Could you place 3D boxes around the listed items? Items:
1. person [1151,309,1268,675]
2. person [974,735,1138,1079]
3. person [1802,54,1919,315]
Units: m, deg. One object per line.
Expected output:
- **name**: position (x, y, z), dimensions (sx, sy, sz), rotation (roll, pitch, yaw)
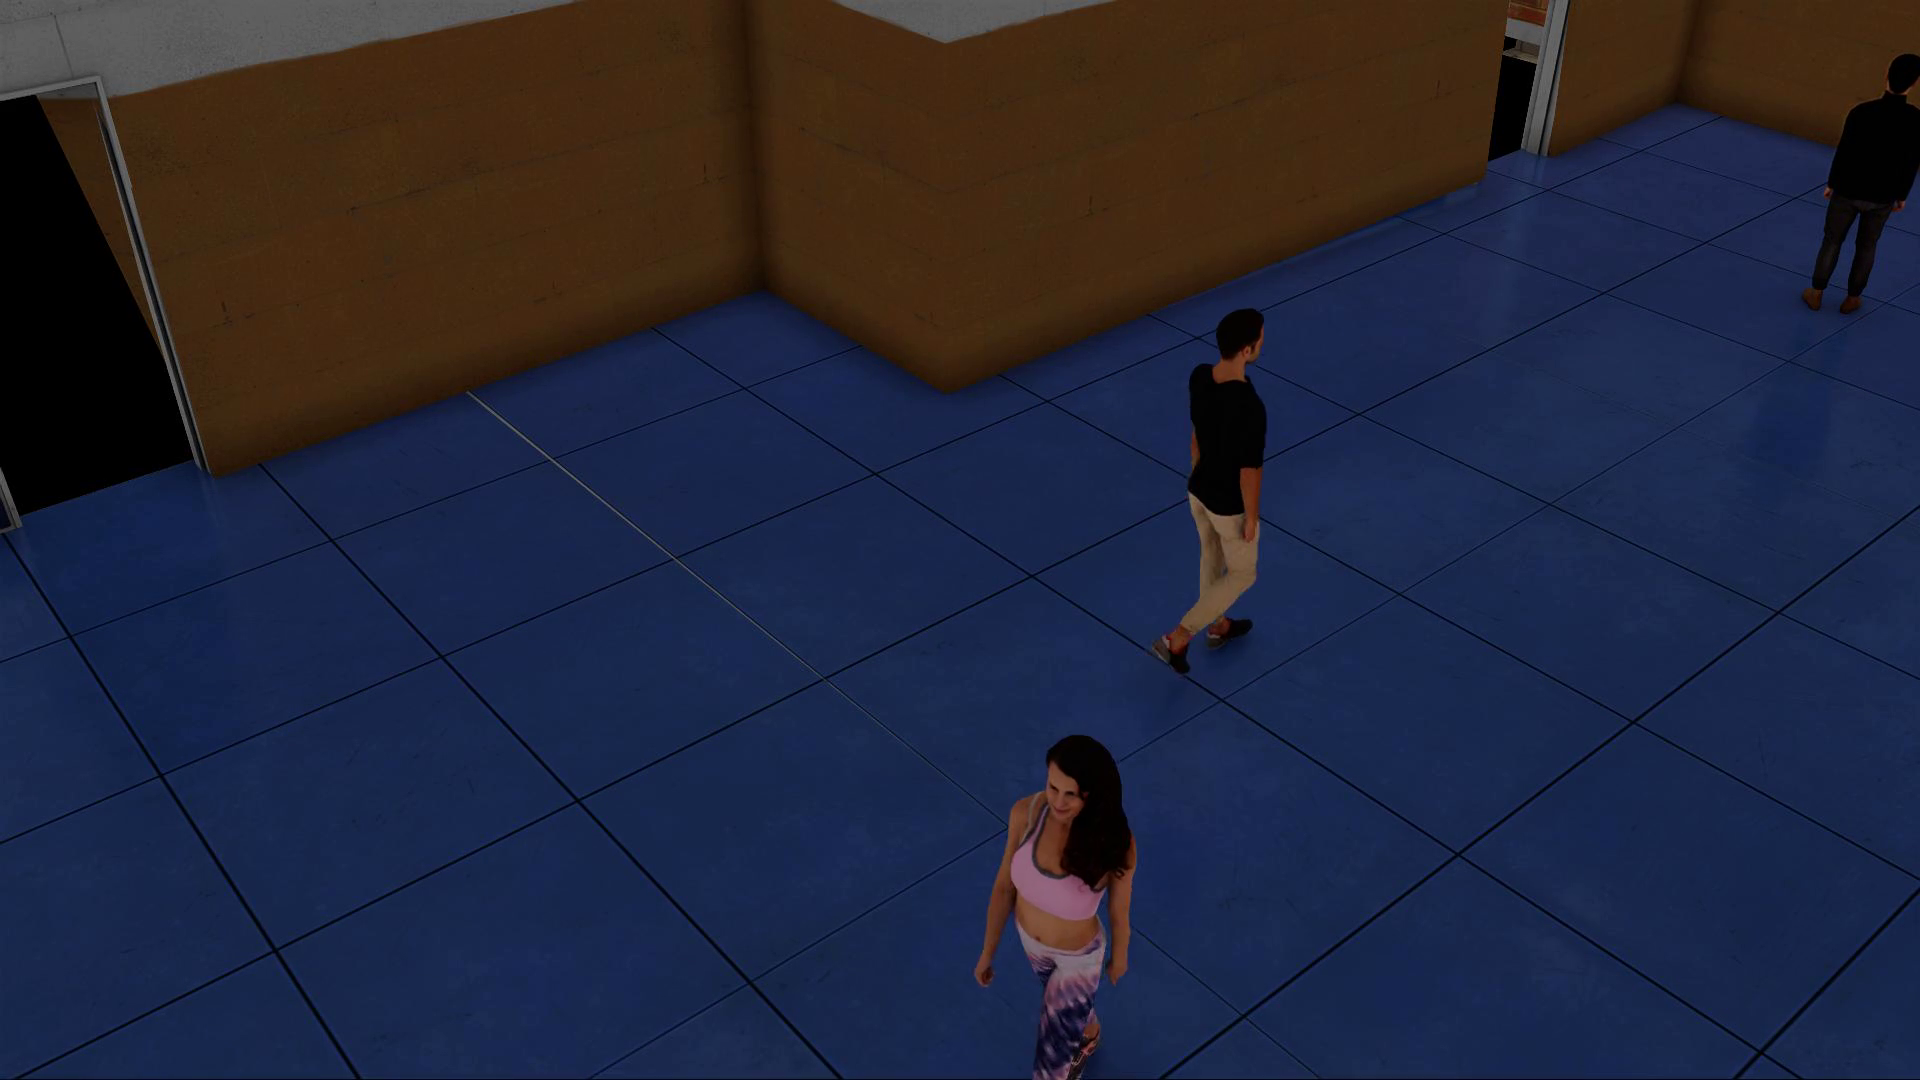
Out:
- **person**: position (1.145, -0.175, 7.508), dimensions (0.793, 1.845, 0.916), rotation (-18, 38, -25)
- **person**: position (0.359, 1.302, 5.433), dimensions (1.182, 1.709, 0.880), rotation (20, 39, 28)
- **person**: position (5.924, -2.314, 10.856), dimensions (0.638, 1.723, 0.785), rotation (14, 36, 19)
